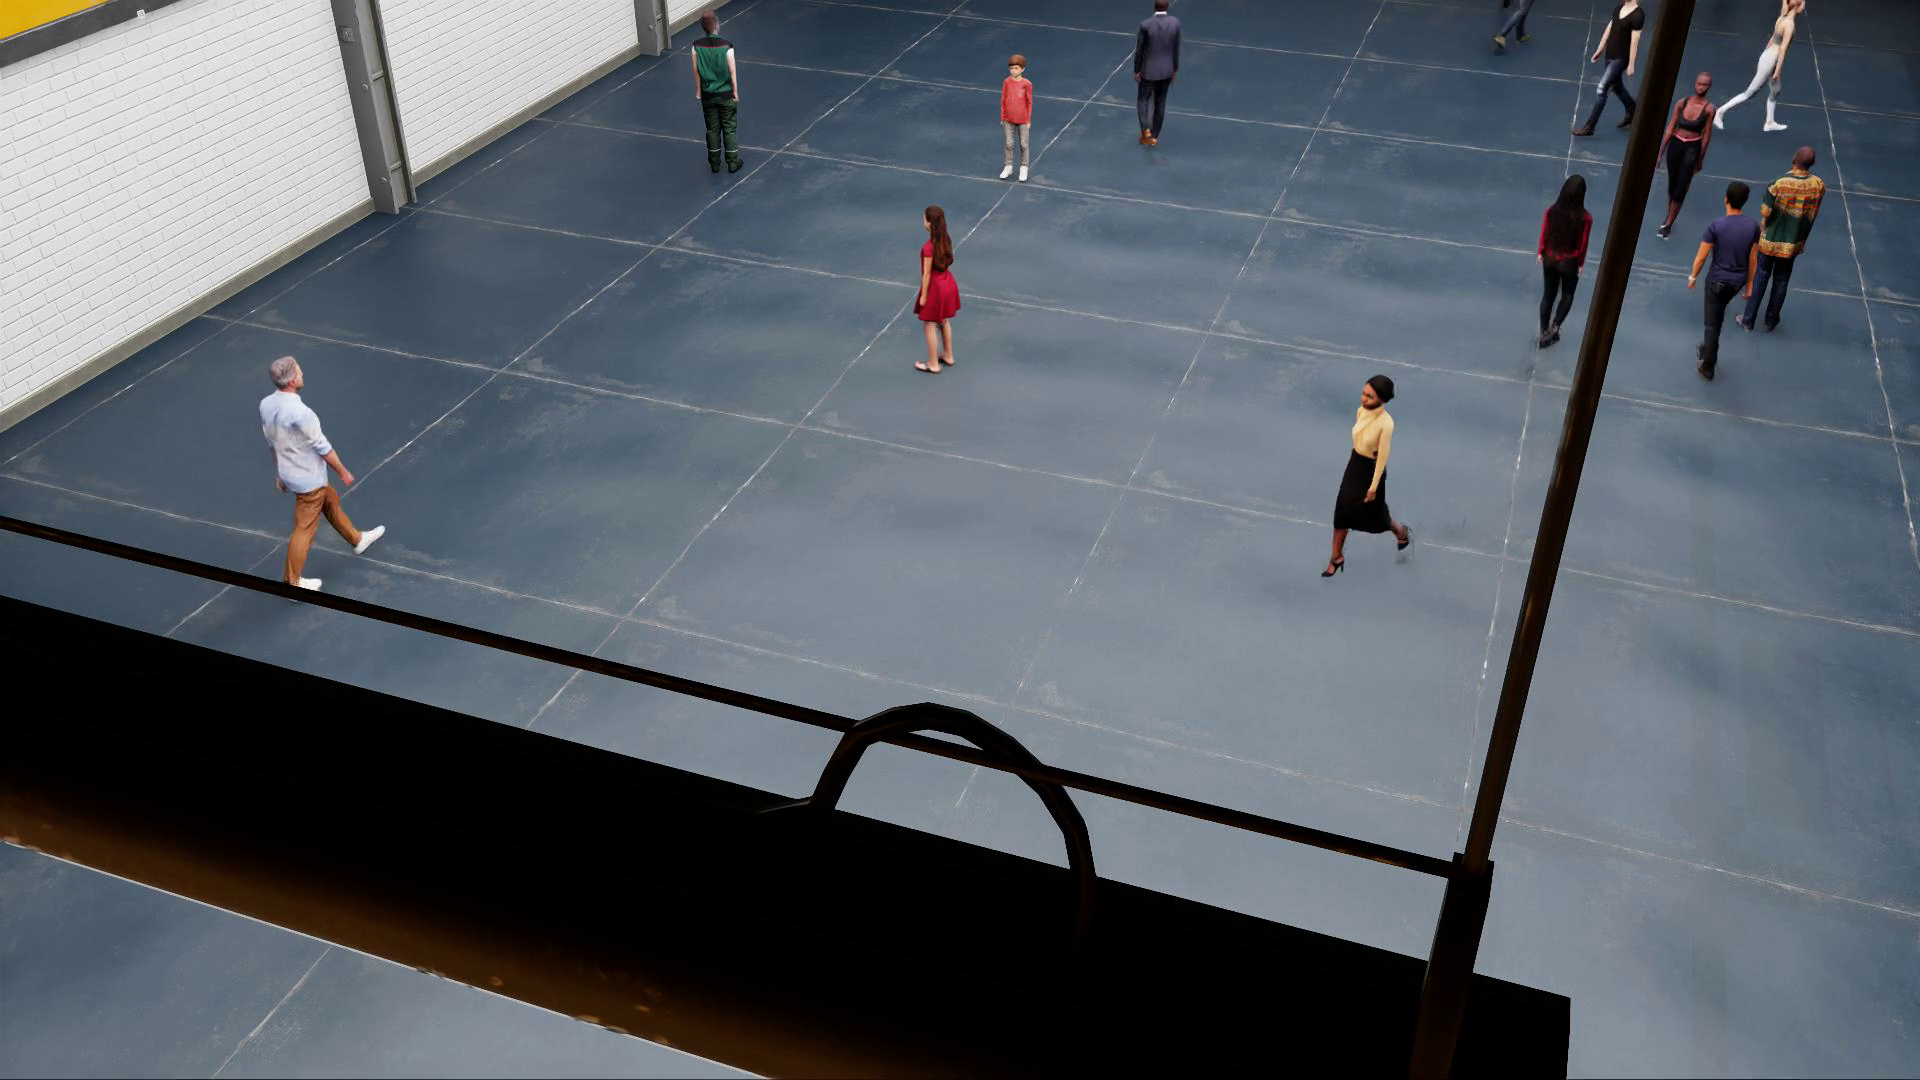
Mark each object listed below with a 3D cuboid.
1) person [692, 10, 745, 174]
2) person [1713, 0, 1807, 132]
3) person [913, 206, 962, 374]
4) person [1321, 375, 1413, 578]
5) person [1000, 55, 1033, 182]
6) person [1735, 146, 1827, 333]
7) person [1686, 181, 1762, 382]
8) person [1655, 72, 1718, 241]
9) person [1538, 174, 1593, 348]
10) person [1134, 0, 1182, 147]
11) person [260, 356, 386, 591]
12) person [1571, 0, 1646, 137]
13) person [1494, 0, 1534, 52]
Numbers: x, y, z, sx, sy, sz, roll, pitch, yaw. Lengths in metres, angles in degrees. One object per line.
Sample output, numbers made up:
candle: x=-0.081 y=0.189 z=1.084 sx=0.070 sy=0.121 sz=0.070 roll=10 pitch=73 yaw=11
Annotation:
person: x=-2.774 y=-5.126 z=19.034 sx=0.698 sy=1.841 sz=0.655 roll=3 pitch=34 yaw=5
person: x=9.680 y=-5.724 z=20.105 sx=0.779 sy=1.652 sz=1.162 roll=6 pitch=34 yaw=9
person: x=-0.196 y=-2.265 z=14.996 sx=0.689 sy=1.546 sz=0.615 roll=20 pitch=39 yaw=28
person: x=3.053 y=-0.450 z=12.194 sx=1.059 sy=1.626 sz=0.979 roll=-16 pitch=37 yaw=-23
person: x=0.647 y=-4.823 z=18.961 sx=0.518 sy=1.416 sz=0.486 roll=10 pitch=35 yaw=15
person: x=7.700 y=-2.815 z=15.586 sx=0.759 sy=1.808 sz=0.740 roll=4 pitch=34 yaw=5
person: x=6.820 y=-2.244 z=14.772 sx=0.807 sy=1.758 sz=0.915 roll=1 pitch=34 yaw=1
person: x=7.681 y=-4.098 z=17.593 sx=0.826 sy=1.724 sz=1.154 roll=24 pitch=41 yaw=32
person: x=5.508 y=-2.523 z=15.293 sx=0.650 sy=1.646 sz=0.612 roll=21 pitch=39 yaw=28
person: x=2.335 y=-5.497 z=19.620 sx=0.844 sy=1.810 sz=0.905 roll=-2 pitch=34 yaw=-3
person: x=-4.785 y=-0.415 z=12.004 sx=0.955 sy=1.777 sz=1.278 roll=24 pitch=40 yaw=31
person: x=8.000 y=-5.800 z=20.028 sx=1.160 sy=1.863 sz=1.257 roll=-6 pitch=34 yaw=-9
person: x=7.724 y=-7.618 z=22.865 sx=1.194 sy=1.750 sz=1.066 roll=-19 pitch=38 yaw=-26
